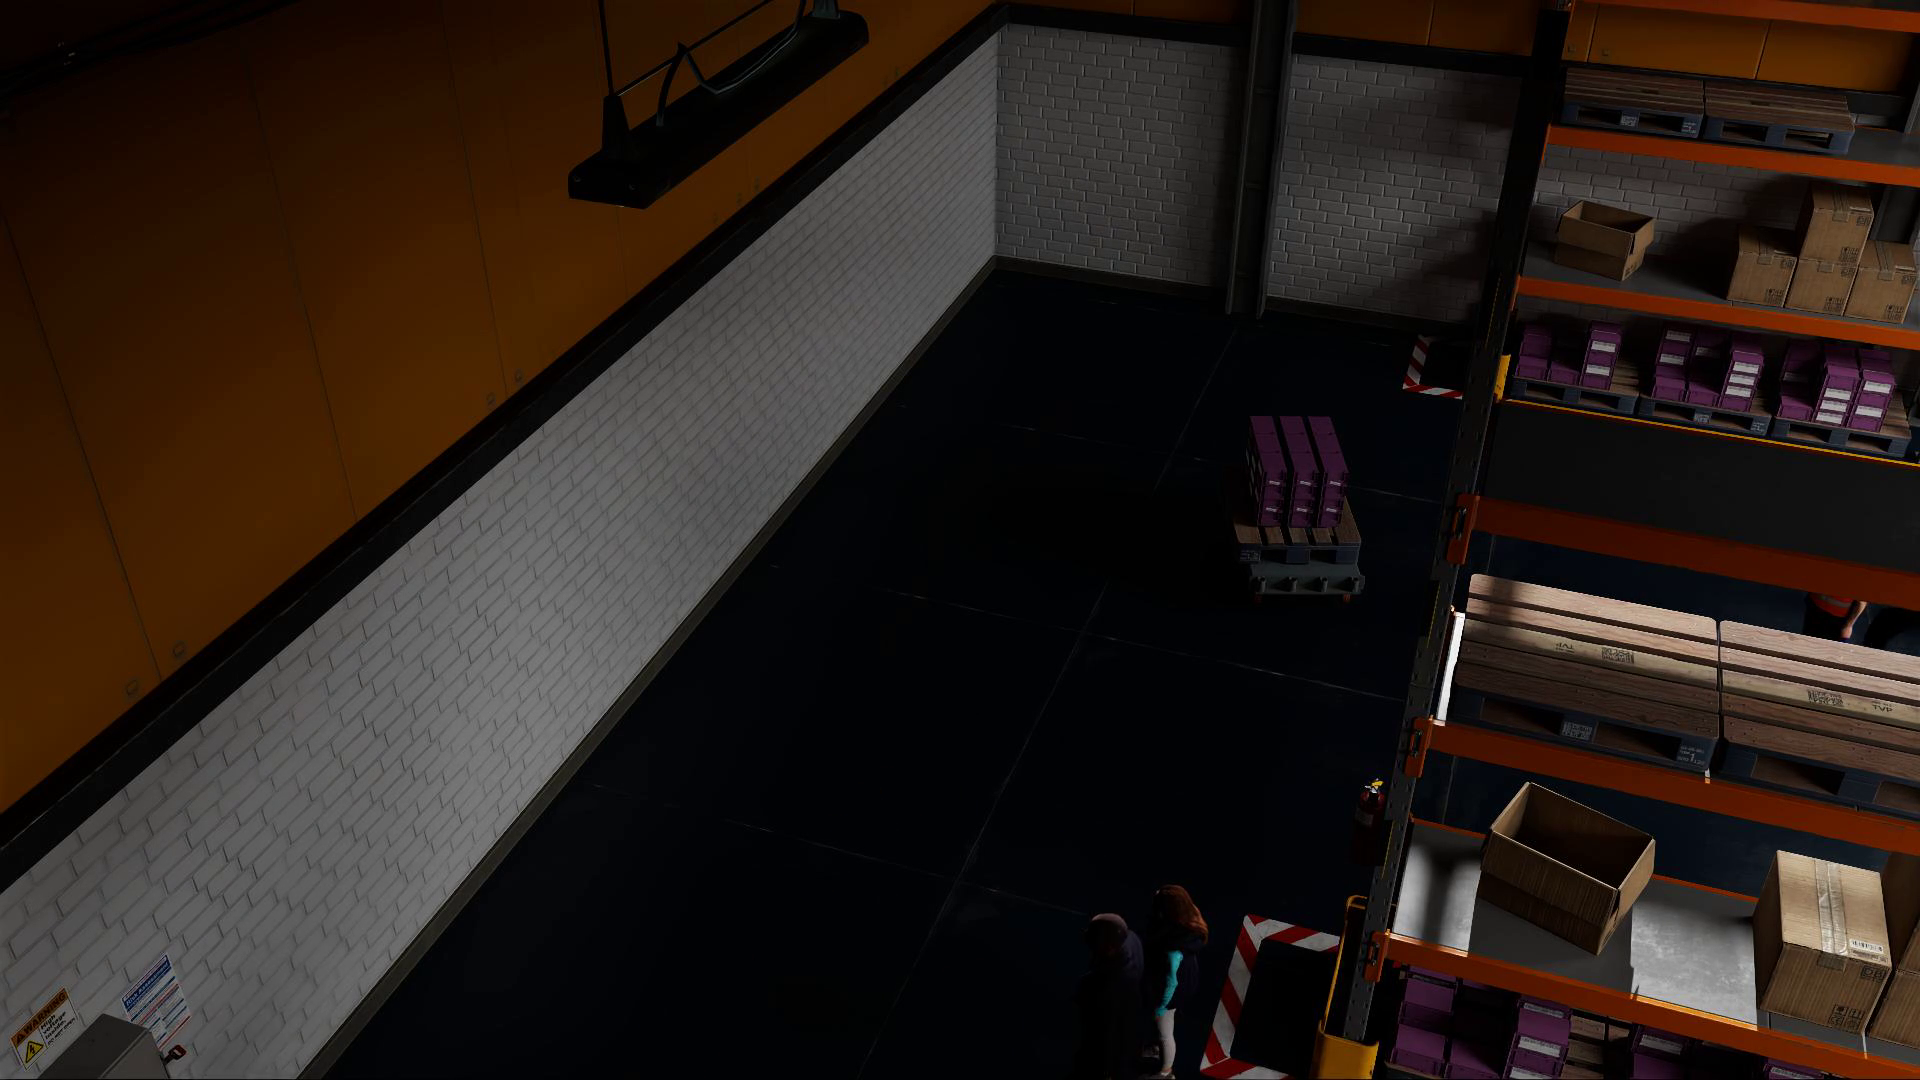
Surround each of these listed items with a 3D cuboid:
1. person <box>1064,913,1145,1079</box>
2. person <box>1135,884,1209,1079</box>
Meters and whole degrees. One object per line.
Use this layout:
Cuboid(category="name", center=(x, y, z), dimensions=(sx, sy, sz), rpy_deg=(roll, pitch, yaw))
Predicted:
Cuboid(category="person", center=(0.864, 2.673, 8.939), dimensions=(0.967, 1.793, 0.709), rpy_deg=(12, 35, 17))
Cuboid(category="person", center=(1.168, 2.513, 9.444), dimensions=(0.668, 1.500, 0.644), rpy_deg=(1, 34, 2))
